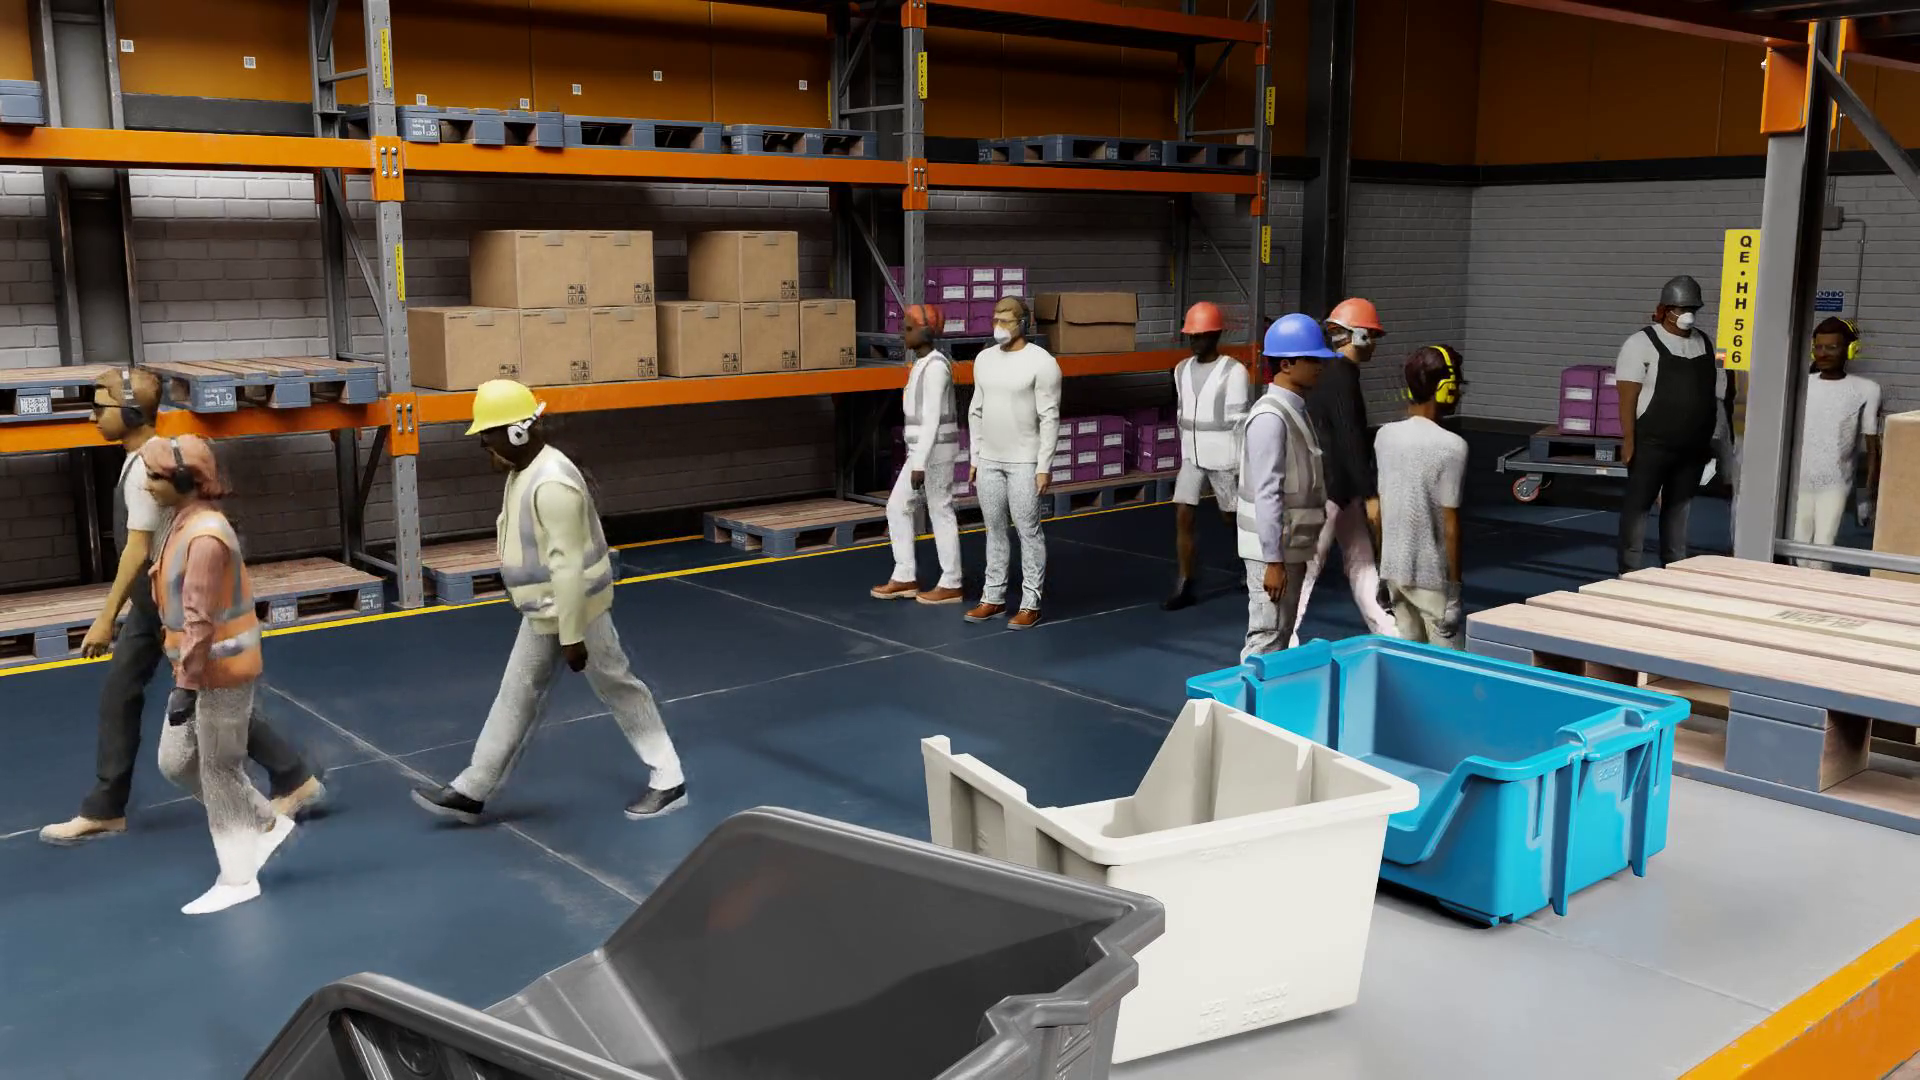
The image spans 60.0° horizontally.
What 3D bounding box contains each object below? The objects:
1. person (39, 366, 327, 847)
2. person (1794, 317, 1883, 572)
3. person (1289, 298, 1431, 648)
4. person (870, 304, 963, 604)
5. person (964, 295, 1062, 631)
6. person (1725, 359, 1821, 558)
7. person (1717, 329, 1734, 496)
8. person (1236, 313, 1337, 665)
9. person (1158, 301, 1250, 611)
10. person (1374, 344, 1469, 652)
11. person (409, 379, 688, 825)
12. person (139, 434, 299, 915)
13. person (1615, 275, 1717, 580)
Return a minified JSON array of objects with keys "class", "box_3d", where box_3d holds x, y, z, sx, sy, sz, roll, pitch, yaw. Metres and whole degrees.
[{"class":"person","box_3d":[-2.936,0.244,6.248,0.975,1.807,0.510,-6,12,-30]},{"class":"person","box_3d":[4.495,-0.240,8.793,0.665,1.844,0.521,-8,13,-38]},{"class":"person","box_3d":[2.029,-0.229,8.422,0.973,1.945,0.710,3,11,16]},{"class":"person","box_3d":[-0.298,-0.508,10.234,0.723,1.858,0.618,-2,10,-12]},{"class":"person","box_3d":[0.297,-0.448,9.685,0.629,1.940,0.373,8,13,39]},{"class":"person","box_3d":[5.730,-0.744,11.744,0.633,1.793,0.950,8,13,37]},{"class":"person","box_3d":[6.923,-1.303,14.673,0.578,1.871,0.409,-2,10,-12]},{"class":"person","box_3d":[1.347,0.033,6.962,0.389,1.949,0.603,3,11,18]},{"class":"person","box_3d":[1.621,-0.535,10.328,0.552,1.898,0.968,10,14,44]},{"class":"person","box_3d":[1.774,0.159,6.531,0.566,1.851,0.531,-5,11,-27]},{"class":"person","box_3d":[-1.567,0.254,6.359,1.070,1.726,0.606,-5,11,-27]},{"class":"person","box_3d":[-2.500,0.452,5.534,0.387,1.623,0.515,-7,12,-34]},{"class":"person","box_3d":[4.574,-0.675,10.668,0.688,2.000,0.536,-2,10,-13]}]
